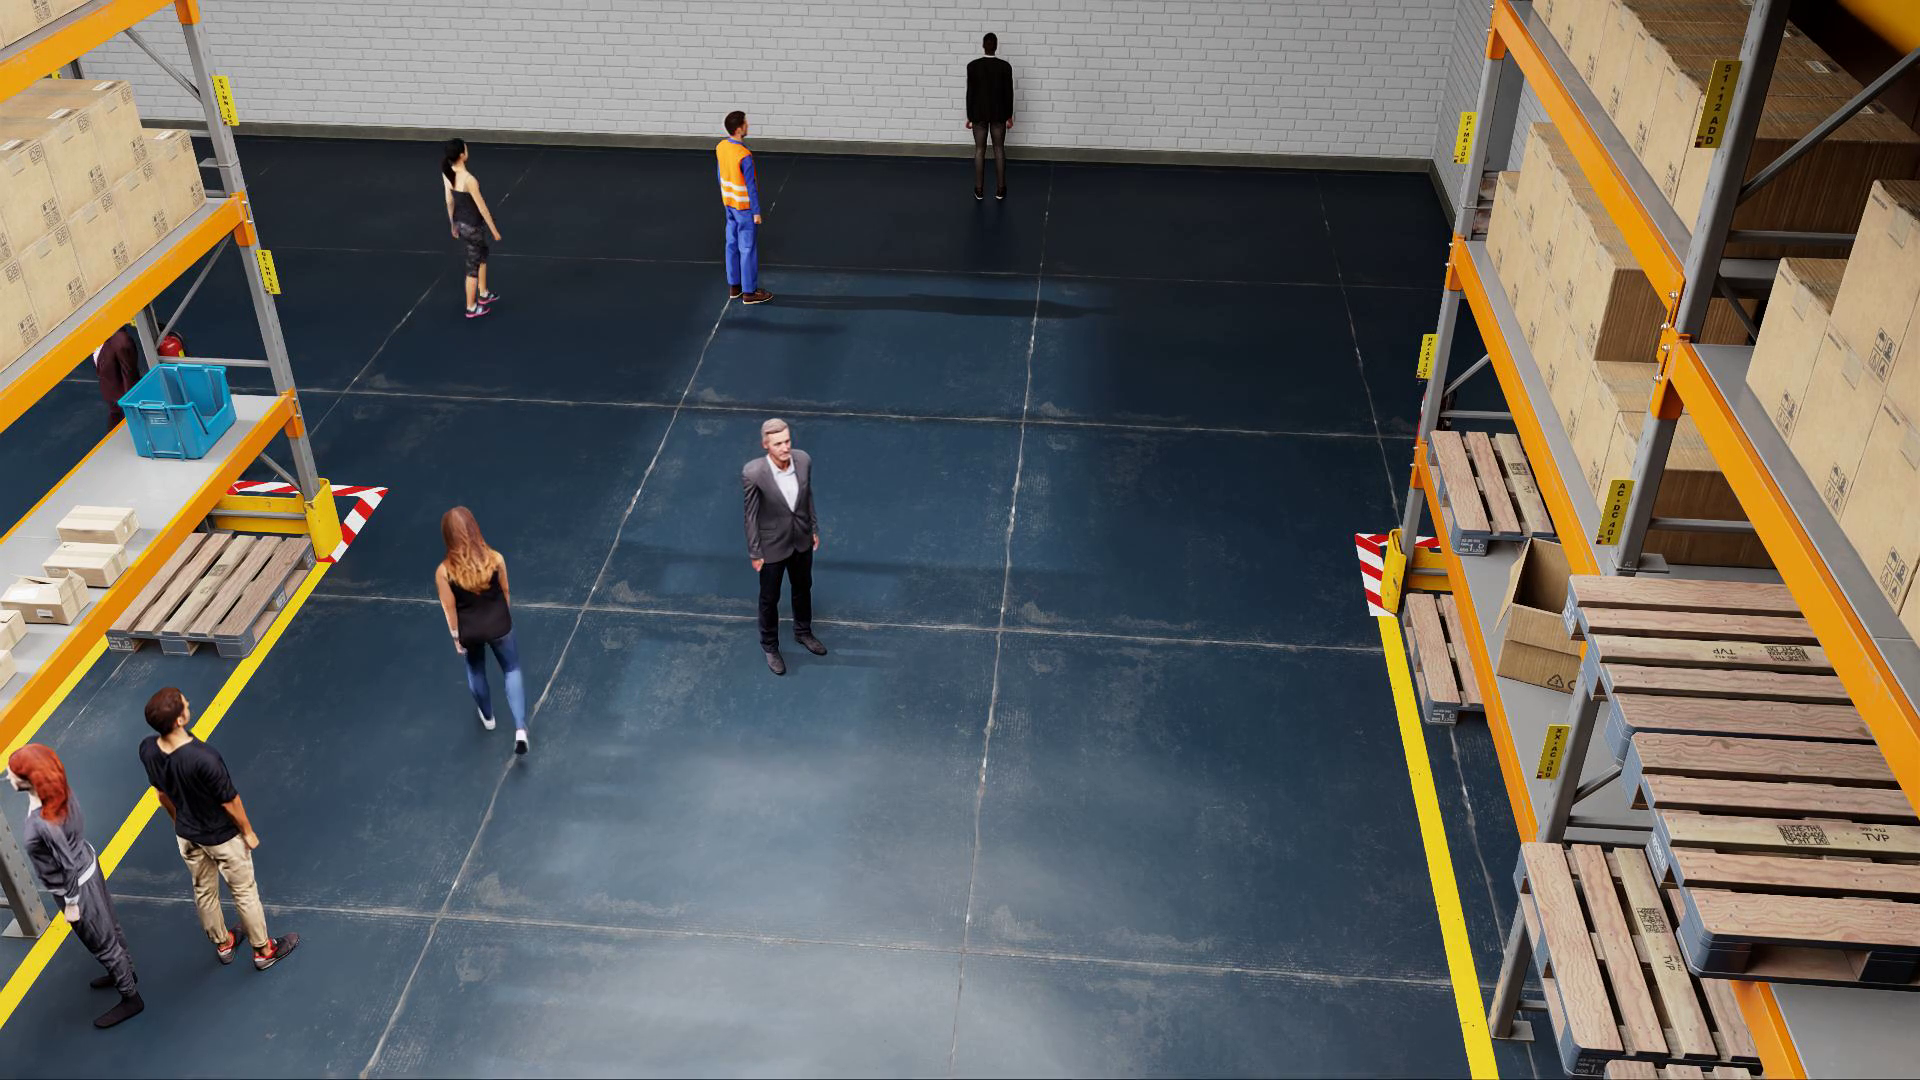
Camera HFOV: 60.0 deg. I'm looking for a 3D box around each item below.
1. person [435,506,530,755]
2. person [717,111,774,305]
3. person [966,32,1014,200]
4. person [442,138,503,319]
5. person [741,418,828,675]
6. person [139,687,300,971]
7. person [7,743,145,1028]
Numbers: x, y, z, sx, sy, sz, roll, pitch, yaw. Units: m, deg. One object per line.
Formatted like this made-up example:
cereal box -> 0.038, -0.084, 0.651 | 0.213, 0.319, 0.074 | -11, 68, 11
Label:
person -> -2.924, 0.597, 10.272 | 0.831, 1.699, 1.040 | -12, 36, -18
person -> -2.081, -3.165, 15.784 | 0.840, 1.863, 0.786 | -26, 42, -34
person -> 0.317, -4.577, 17.964 | 0.680, 1.800, 0.561 | 0, 34, 0
person -> -4.628, -2.858, 15.453 | 0.747, 1.718, 0.814 | 25, 41, 32
person -> -1.171, 0.001, 11.039 | 0.794, 1.842, 0.849 | -24, 40, -32
person -> -3.945, 1.524, 8.732 | 0.663, 1.859, 0.574 | 8, 34, 12
person -> -4.506, 1.740, 8.480 | 0.714, 1.780, 0.611 | -16, 37, -22
